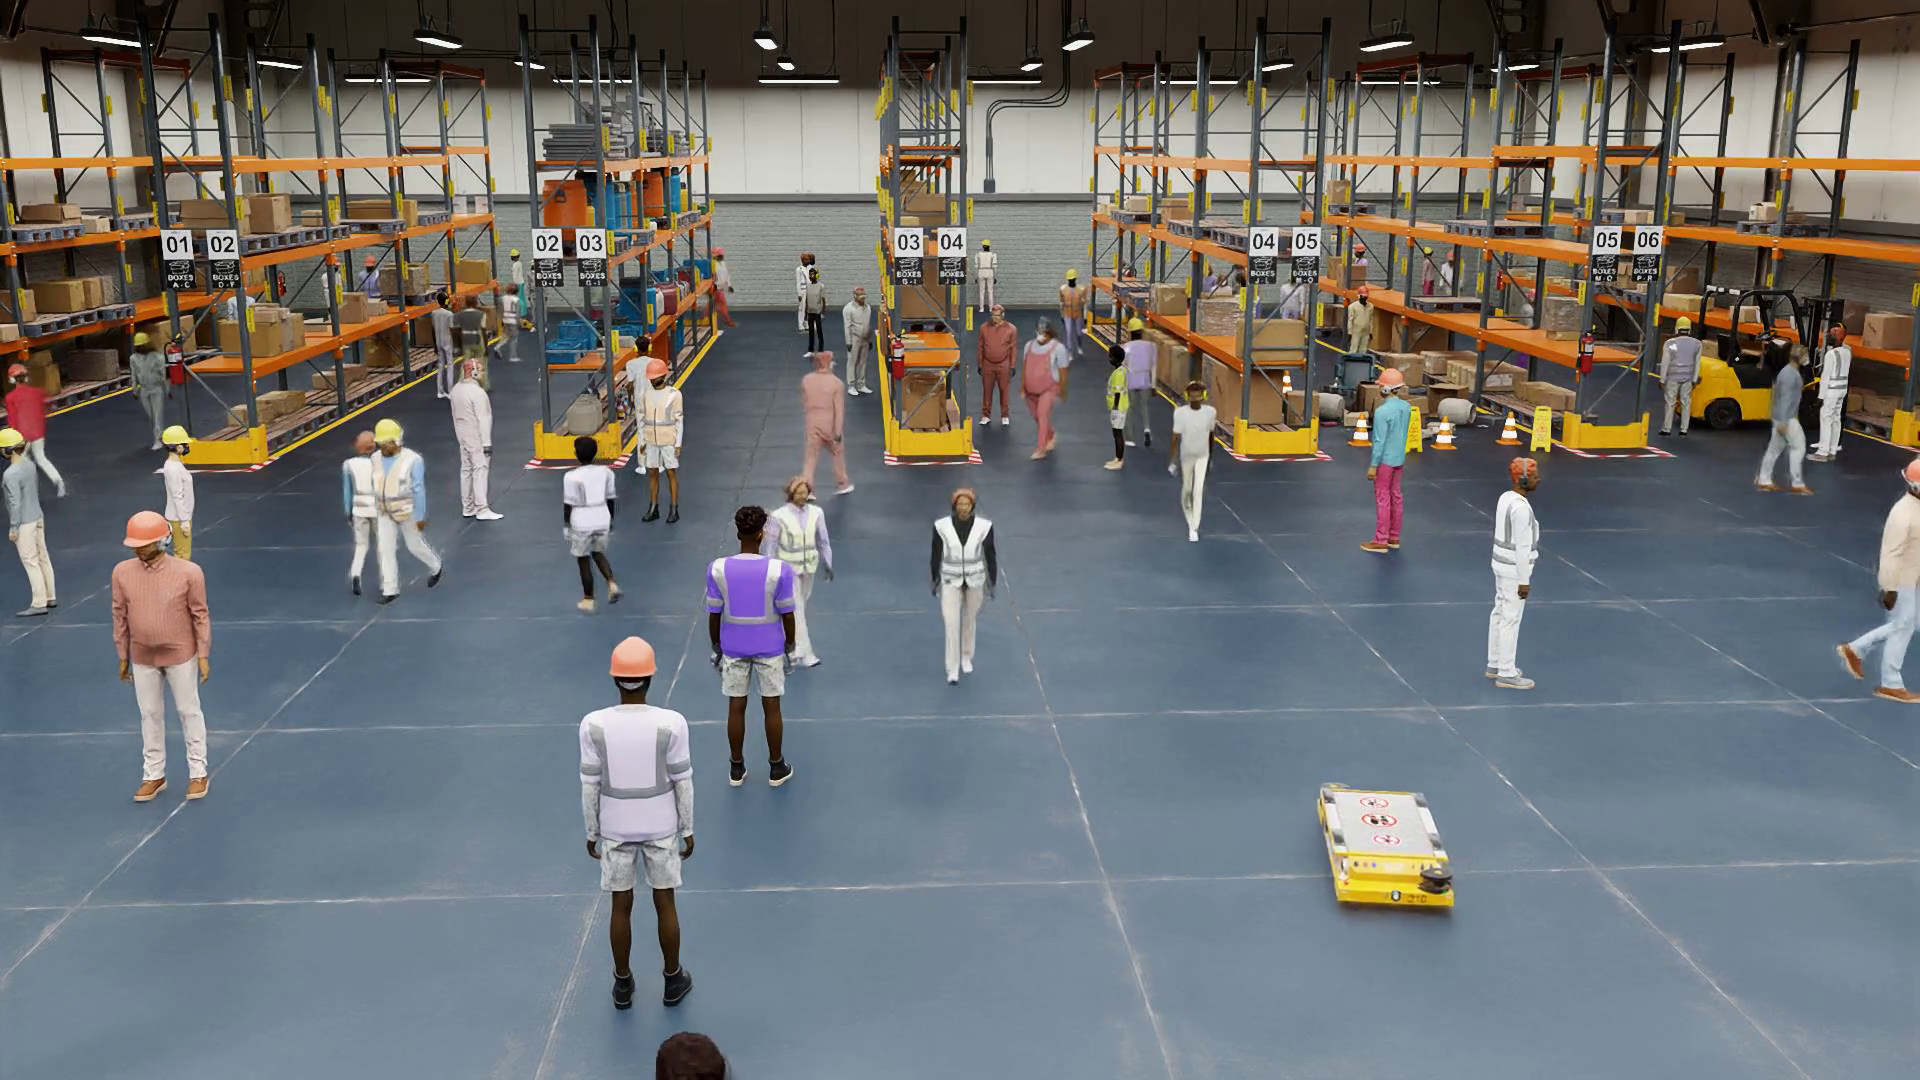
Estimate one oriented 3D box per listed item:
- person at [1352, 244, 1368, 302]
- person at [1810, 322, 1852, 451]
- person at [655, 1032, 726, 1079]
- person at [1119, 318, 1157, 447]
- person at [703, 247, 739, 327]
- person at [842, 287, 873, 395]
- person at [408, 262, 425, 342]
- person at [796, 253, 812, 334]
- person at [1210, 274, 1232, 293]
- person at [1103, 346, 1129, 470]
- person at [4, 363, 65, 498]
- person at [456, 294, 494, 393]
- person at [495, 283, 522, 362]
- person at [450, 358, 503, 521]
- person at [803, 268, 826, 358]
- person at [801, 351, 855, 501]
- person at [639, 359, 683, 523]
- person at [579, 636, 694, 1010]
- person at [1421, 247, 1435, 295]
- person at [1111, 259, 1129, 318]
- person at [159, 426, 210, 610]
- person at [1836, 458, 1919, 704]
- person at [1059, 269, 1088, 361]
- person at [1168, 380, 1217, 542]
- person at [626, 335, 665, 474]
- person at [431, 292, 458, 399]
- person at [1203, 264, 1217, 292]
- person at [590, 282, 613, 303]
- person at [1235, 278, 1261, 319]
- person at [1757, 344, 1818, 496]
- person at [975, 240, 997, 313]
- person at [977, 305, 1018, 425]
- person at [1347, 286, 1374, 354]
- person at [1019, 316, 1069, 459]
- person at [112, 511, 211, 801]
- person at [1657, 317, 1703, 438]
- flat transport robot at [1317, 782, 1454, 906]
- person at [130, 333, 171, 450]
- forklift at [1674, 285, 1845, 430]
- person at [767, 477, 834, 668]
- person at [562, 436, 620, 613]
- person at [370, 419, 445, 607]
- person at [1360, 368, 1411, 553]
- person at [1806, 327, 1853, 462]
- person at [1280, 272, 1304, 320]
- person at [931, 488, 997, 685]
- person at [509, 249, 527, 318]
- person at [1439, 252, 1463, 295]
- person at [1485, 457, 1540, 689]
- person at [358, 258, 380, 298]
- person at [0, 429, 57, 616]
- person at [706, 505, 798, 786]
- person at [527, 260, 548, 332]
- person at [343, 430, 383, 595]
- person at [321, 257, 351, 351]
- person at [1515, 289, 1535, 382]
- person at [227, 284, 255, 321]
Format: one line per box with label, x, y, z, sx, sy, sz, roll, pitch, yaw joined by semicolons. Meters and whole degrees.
person;9.722;-6.197;40.549;0.410;2.035;0.601;-1;13;-3
person;12.642;-2.217;24.063;0.320;1.861;0.504;-2;13;-7
person;-0.784;2.304;4.880;0.597;1.863;0.998;-12;18;-41
person;2.576;-2.275;24.186;0.612;1.905;0.571;-2;13;-8
person;-5.931;-6.178;40.667;1.039;1.952;0.622;4;14;18
person;-1.781;-3.536;29.534;0.402;1.911;0.638;11;17;39
person;-12.227;-5.316;37.307;0.565;1.805;0.930;-2;13;-7
person;-3.646;-5.809;39.213;0.340;1.882;0.585;6;15;25
person;5.685;-4.989;36.306;0.499;1.625;0.284;-2;13;-9
person;2.136;-1.800;22.649;0.333;1.687;0.533;2;13;6
person;-11.475;-1.318;20.565;0.637;1.717;0.609;5;14;21
person;-8.617;-3.439;29.372;0.585;1.803;0.889;2;13;8
person;-9.178;-4.426;33.921;0.548;1.615;0.518;9;16;35
person;-5.689;-1.186;19.578;0.644;1.907;0.400;13;18;43
person;-3.035;-4.732;34.675;0.521;1.873;0.328;8;15;30
person;-1.688;-1.426;20.721;0.641;1.863;0.978;6;14;23
person;-3.496;-1.153;19.398;0.543;1.927;0.375;3;14;13
person;-1.622;1.431;8.429;0.553;1.933;0.368;-1;13;-4
person;12.290;-6.820;43.773;0.351;1.758;0.522;12;18;40
person;3.967;-6.118;41.064;0.530;1.630;0.319;4;14;16
person;-7.341;-0.205;15.724;0.313;1.769;0.525;-6;15;-25
person;7.390;0.295;13.154;0.590;1.975;0.629;11;17;38
person;2.345;-4.685;34.447;0.599;1.894;0.747;2;13;8
person;2.618;-0.948;18.827;0.535;1.808;0.950;1;13;5
person;-4.220;-1.811;22.332;0.516;1.860;0.329;-4;14;-17
person;-8.982;-3.391;29.028;0.516;1.860;0.321;6;15;25
person;5.850;-5.704;39.319;0.515;1.633;0.360;7;15;28
person;-8.285;-5.505;38.489;0.520;1.607;0.371;-7;15;-26
person;5.367;-3.984;31.411;0.596;1.915;0.366;3;14;14
person;10.534;-1.503;20.914;0.835;1.908;0.657;6;15;24
person;0.684;-7.008;44.218;0.589;1.919;0.392;1;13;3
person;0.580;-2.758;26.257;0.639;1.901;0.406;2;13;9
person;7.634;-3.957;31.644;0.573;1.748;0.342;-5;14;-22
person;1.219;-2.218;23.664;0.673;2.000;0.905;10;16;35
person;-5.328;0.772;11.111;0.608;1.987;0.391;-1;13;-5
person;10.836;-2.446;25.076;0.590;1.833;0.404;0;13;0
flat transport robot;2.595;1.845;10.242;0.652;0.197;1.431;2;13;7
person;-11.820;-2.211;24.363;0.520;1.704;0.778;-2;13;-7
forklift;12.503;-2.886;26.166;2.313;2.155;1.214;-1;13;-3
person;-1.307;0.278;14.012;0.545;1.595;0.822;-9;16;-34
person;-3.480;-0.146;15.655;0.383;1.687;0.540;12;18;41
person;-5.390;-0.305;16.115;0.597;1.797;0.848;4;14;15
person;4.627;-0.863;18.018;0.379;1.996;0.614;13;18;43
person;12.186;-2.033;23.244;0.581;1.880;0.366;-9;16;-35
person;7.102;-4.890;35.653;0.533;1.722;0.808;4;14;16
person;0.038;0.383;13.583;0.537;1.595;0.842;-1;13;-4
person;-11.398;-6.594;42.819;0.344;1.758;0.520;0;13;-1
person;12.535;-6.494;42.512;0.554;1.693;0.943;11;17;38
person;4.504;0.261;13.499;0.353;1.883;0.578;0;13;1
person;-13.449;-5.512;37.999;0.568;1.869;0.938;-2;13;-9
person;-8.767;-0.166;15.559;0.329;1.767;0.529;-1;13;-5
person;-1.410;0.725;11.355;0.613;1.965;0.361;1;13;3
person;-10.044;-5.819;39.557;0.486;1.744;0.294;0;13;-2
person;-5.754;-0.253;16.236;0.535;1.619;0.588;0;13;1
person;-13.468;-5.105;35.888;0.375;2.044;0.607;2;13;10
person;10.625;-3.834;31.162;0.378;1.737;0.580;2;13;8
person;-14.109;-4.224;32.773;0.327;1.752;0.562;13;18;43
